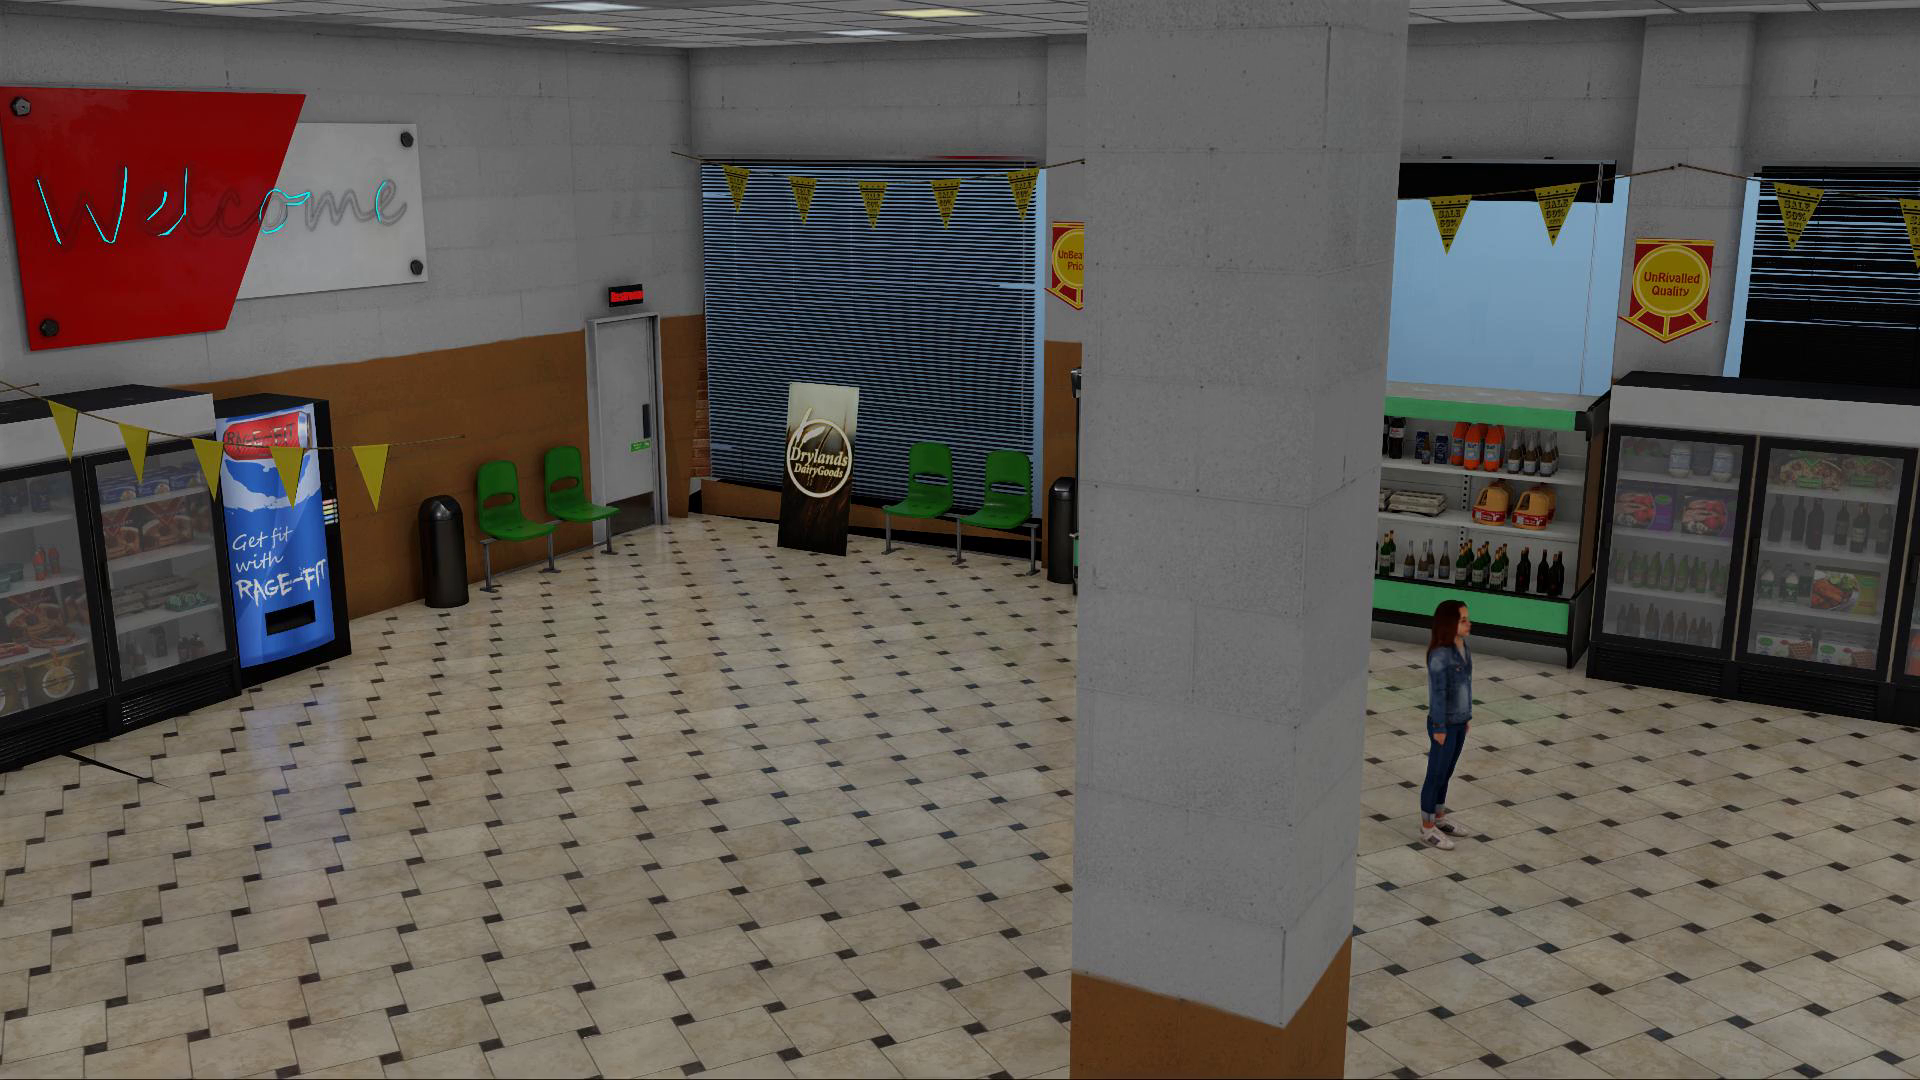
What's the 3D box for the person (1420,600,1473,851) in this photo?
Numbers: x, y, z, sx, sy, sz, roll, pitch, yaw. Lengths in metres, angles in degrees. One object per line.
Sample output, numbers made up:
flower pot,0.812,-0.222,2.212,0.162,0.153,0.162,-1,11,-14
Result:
person,2.881,1.071,9.850,0.523,1.477,0.583,10,17,35
